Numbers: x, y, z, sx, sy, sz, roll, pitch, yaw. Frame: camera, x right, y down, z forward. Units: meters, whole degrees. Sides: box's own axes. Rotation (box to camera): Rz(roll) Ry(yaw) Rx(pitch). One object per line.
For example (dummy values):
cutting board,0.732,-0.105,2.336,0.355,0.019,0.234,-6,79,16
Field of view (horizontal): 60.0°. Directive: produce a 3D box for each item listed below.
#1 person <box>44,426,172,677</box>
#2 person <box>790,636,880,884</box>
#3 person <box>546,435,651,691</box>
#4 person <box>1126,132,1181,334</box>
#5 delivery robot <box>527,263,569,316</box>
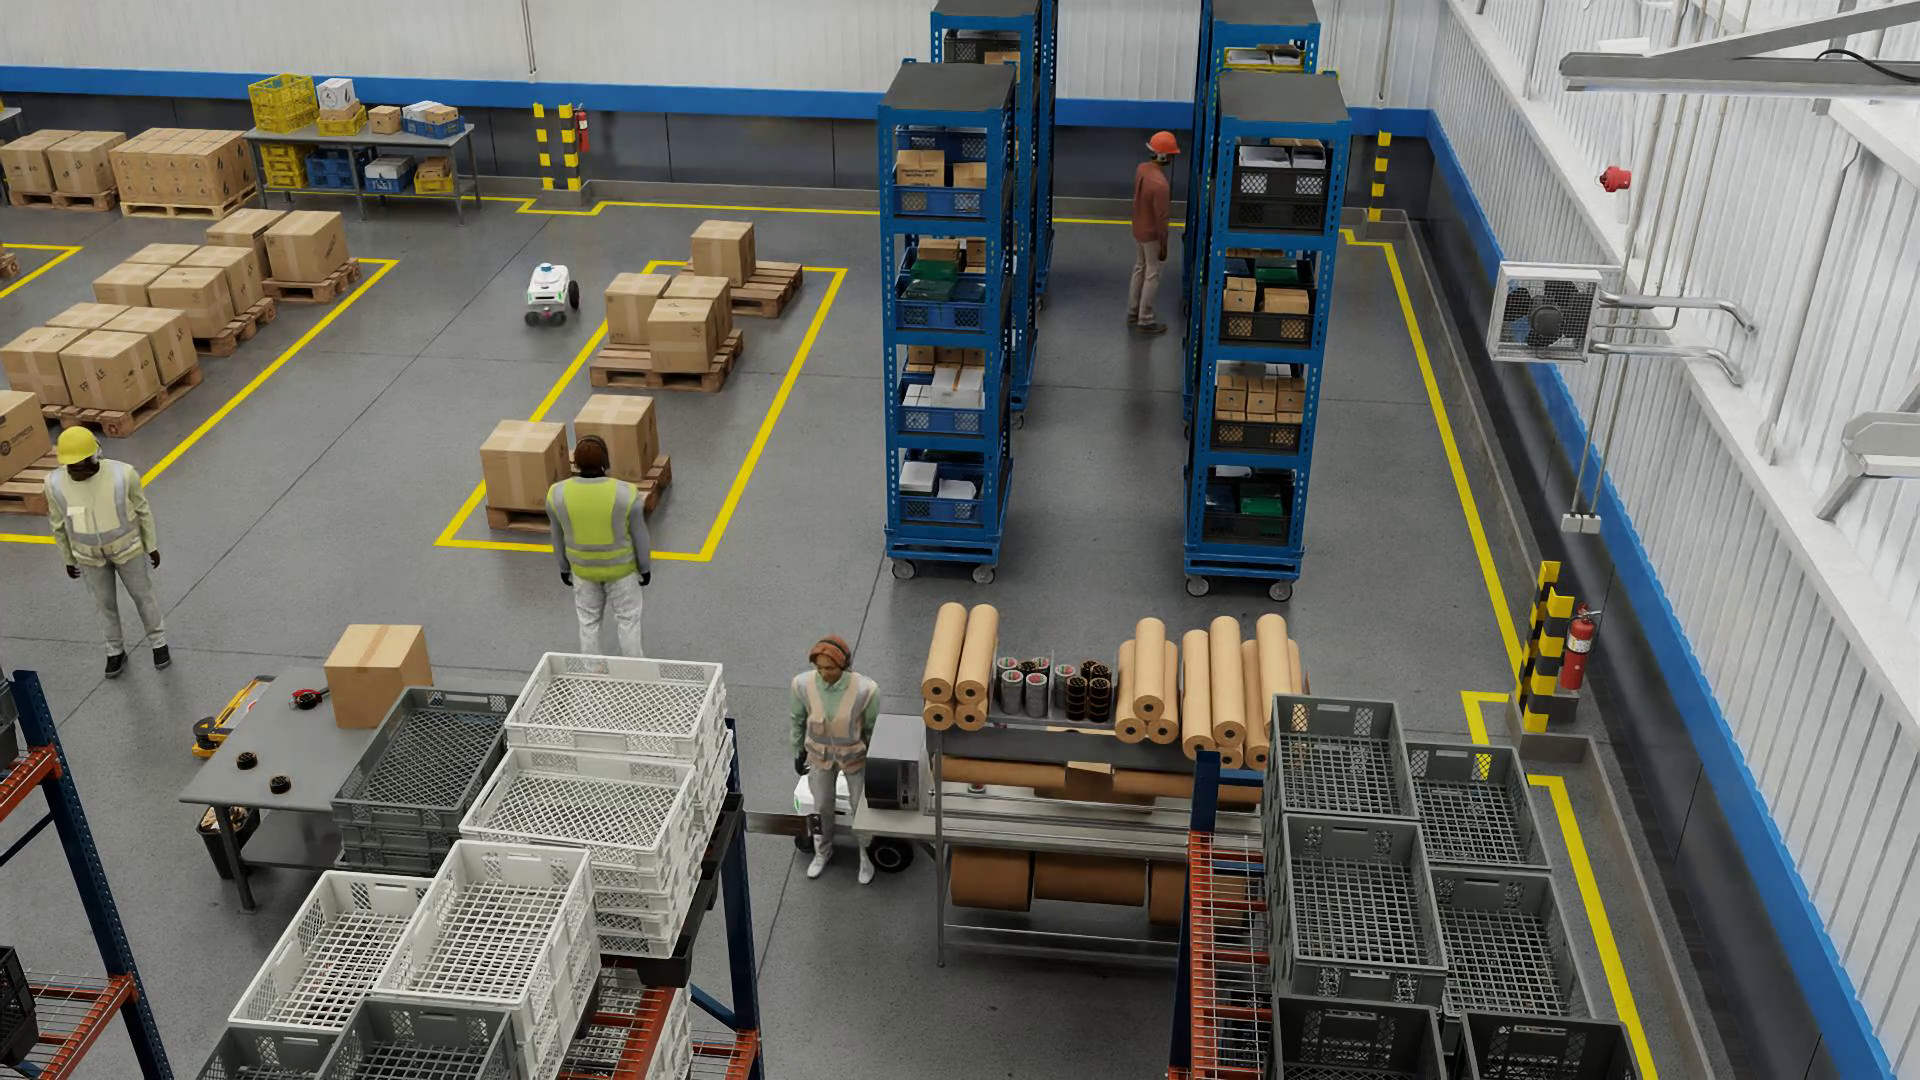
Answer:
person,-5.625,0.065,10.995,0.596,1.828,0.403,-9,31,-16
person,-0.672,1.214,9.221,0.523,1.631,0.322,5,31,9
person,-2.311,0.164,10.824,0.634,1.840,0.429,1,30,2
person,1.869,-2.964,16.056,0.411,1.980,0.625,-9,31,-14
delivery robot,-4.108,-2.521,16.606,0.477,0.478,0.707,-3,30,-6
